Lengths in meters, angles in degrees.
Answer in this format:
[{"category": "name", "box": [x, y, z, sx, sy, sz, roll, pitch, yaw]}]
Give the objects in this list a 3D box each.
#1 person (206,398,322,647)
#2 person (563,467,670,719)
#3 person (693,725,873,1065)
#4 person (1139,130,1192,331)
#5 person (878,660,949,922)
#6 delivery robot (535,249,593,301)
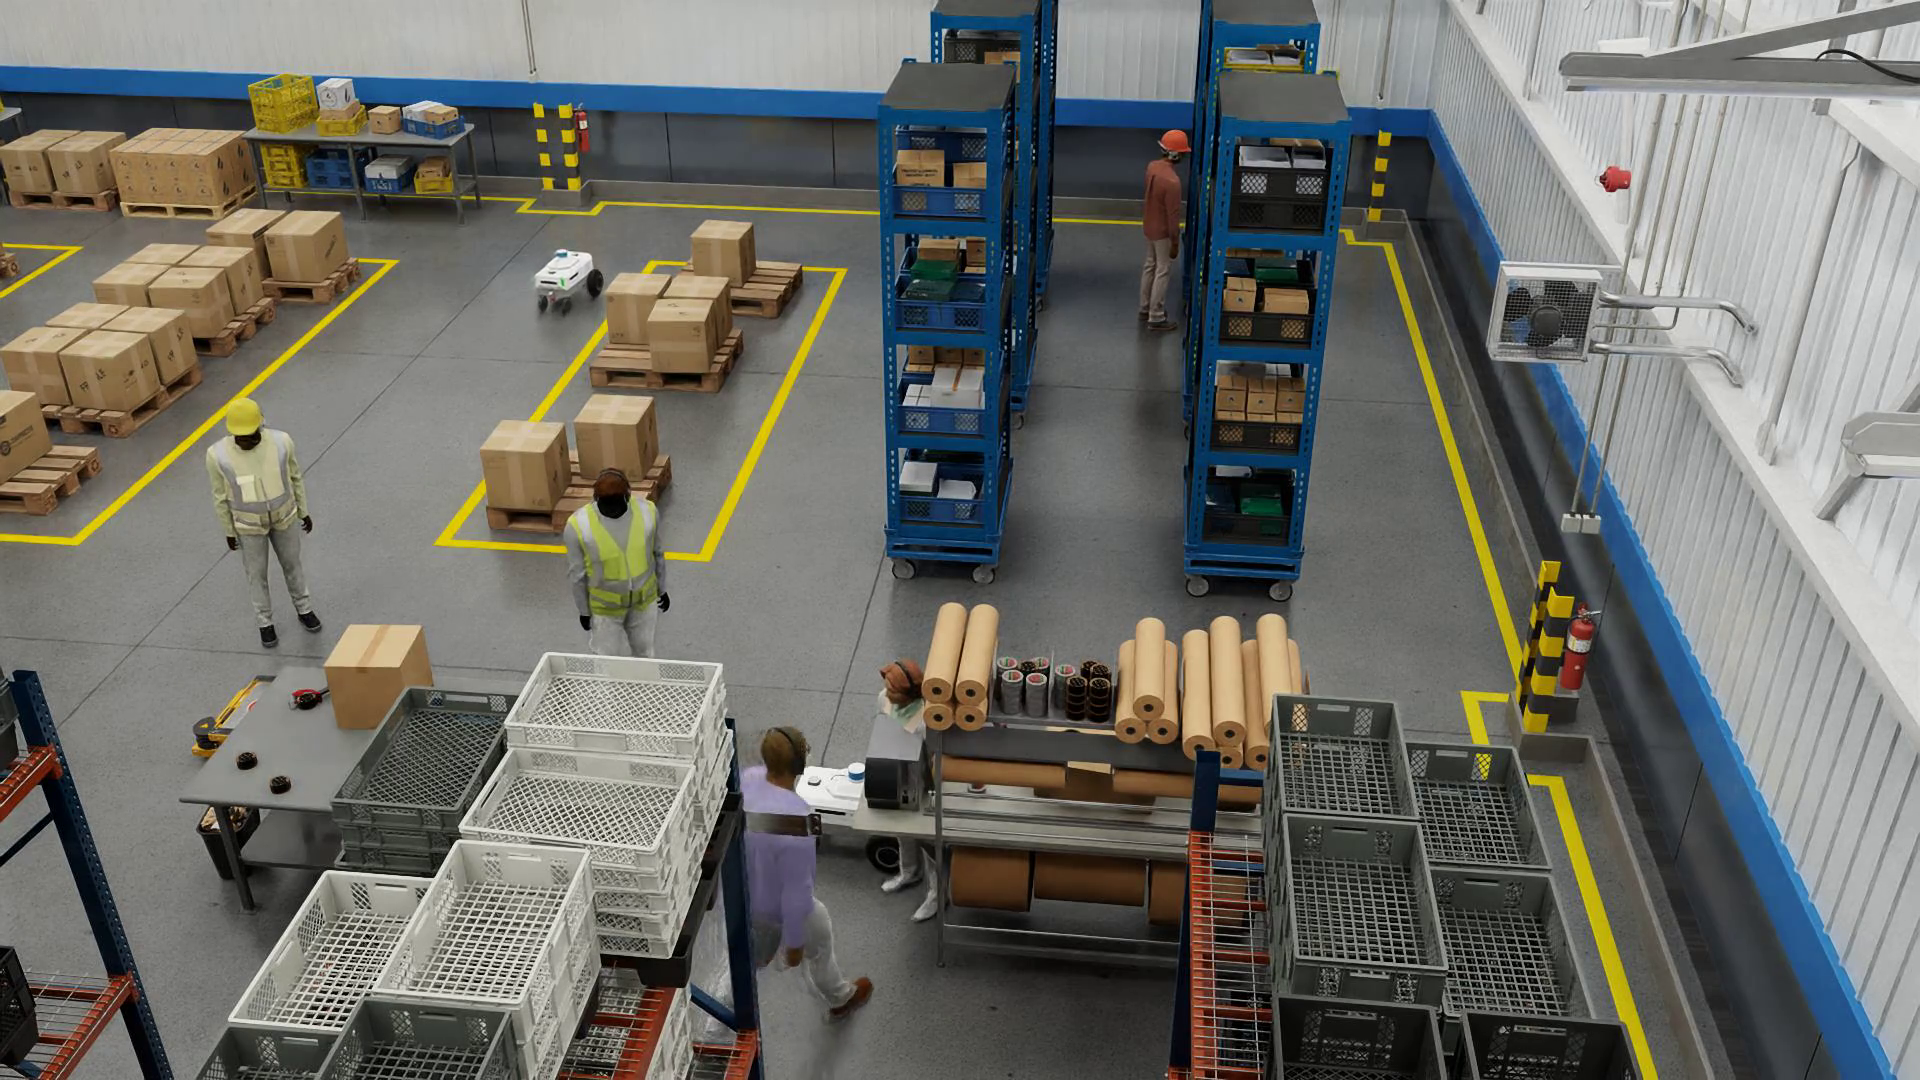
[{"category": "person", "box": [-4.740, -0.143, 11.359, 0.586, 1.824, 0.404, -19, 35, -30]}, {"category": "person", "box": [-2.120, 0.374, 10.459, 0.620, 1.840, 0.430, -16, 34, -25]}, {"category": "person", "box": [-0.900, 1.739, 8.070, 1.017, 1.886, 0.649, -21, 36, -32]}, {"category": "person", "box": [1.982, -2.993, 16.107, 0.411, 1.980, 0.625, -9, 32, -16]}, {"category": "person", "box": [-0.255, 1.331, 9.020, 0.319, 1.630, 0.521, -23, 37, -33]}, {"category": "delivery robot", "box": [-4.030, -2.718, 16.945, 0.477, 0.478, 0.707, 8, 31, 13]}]
